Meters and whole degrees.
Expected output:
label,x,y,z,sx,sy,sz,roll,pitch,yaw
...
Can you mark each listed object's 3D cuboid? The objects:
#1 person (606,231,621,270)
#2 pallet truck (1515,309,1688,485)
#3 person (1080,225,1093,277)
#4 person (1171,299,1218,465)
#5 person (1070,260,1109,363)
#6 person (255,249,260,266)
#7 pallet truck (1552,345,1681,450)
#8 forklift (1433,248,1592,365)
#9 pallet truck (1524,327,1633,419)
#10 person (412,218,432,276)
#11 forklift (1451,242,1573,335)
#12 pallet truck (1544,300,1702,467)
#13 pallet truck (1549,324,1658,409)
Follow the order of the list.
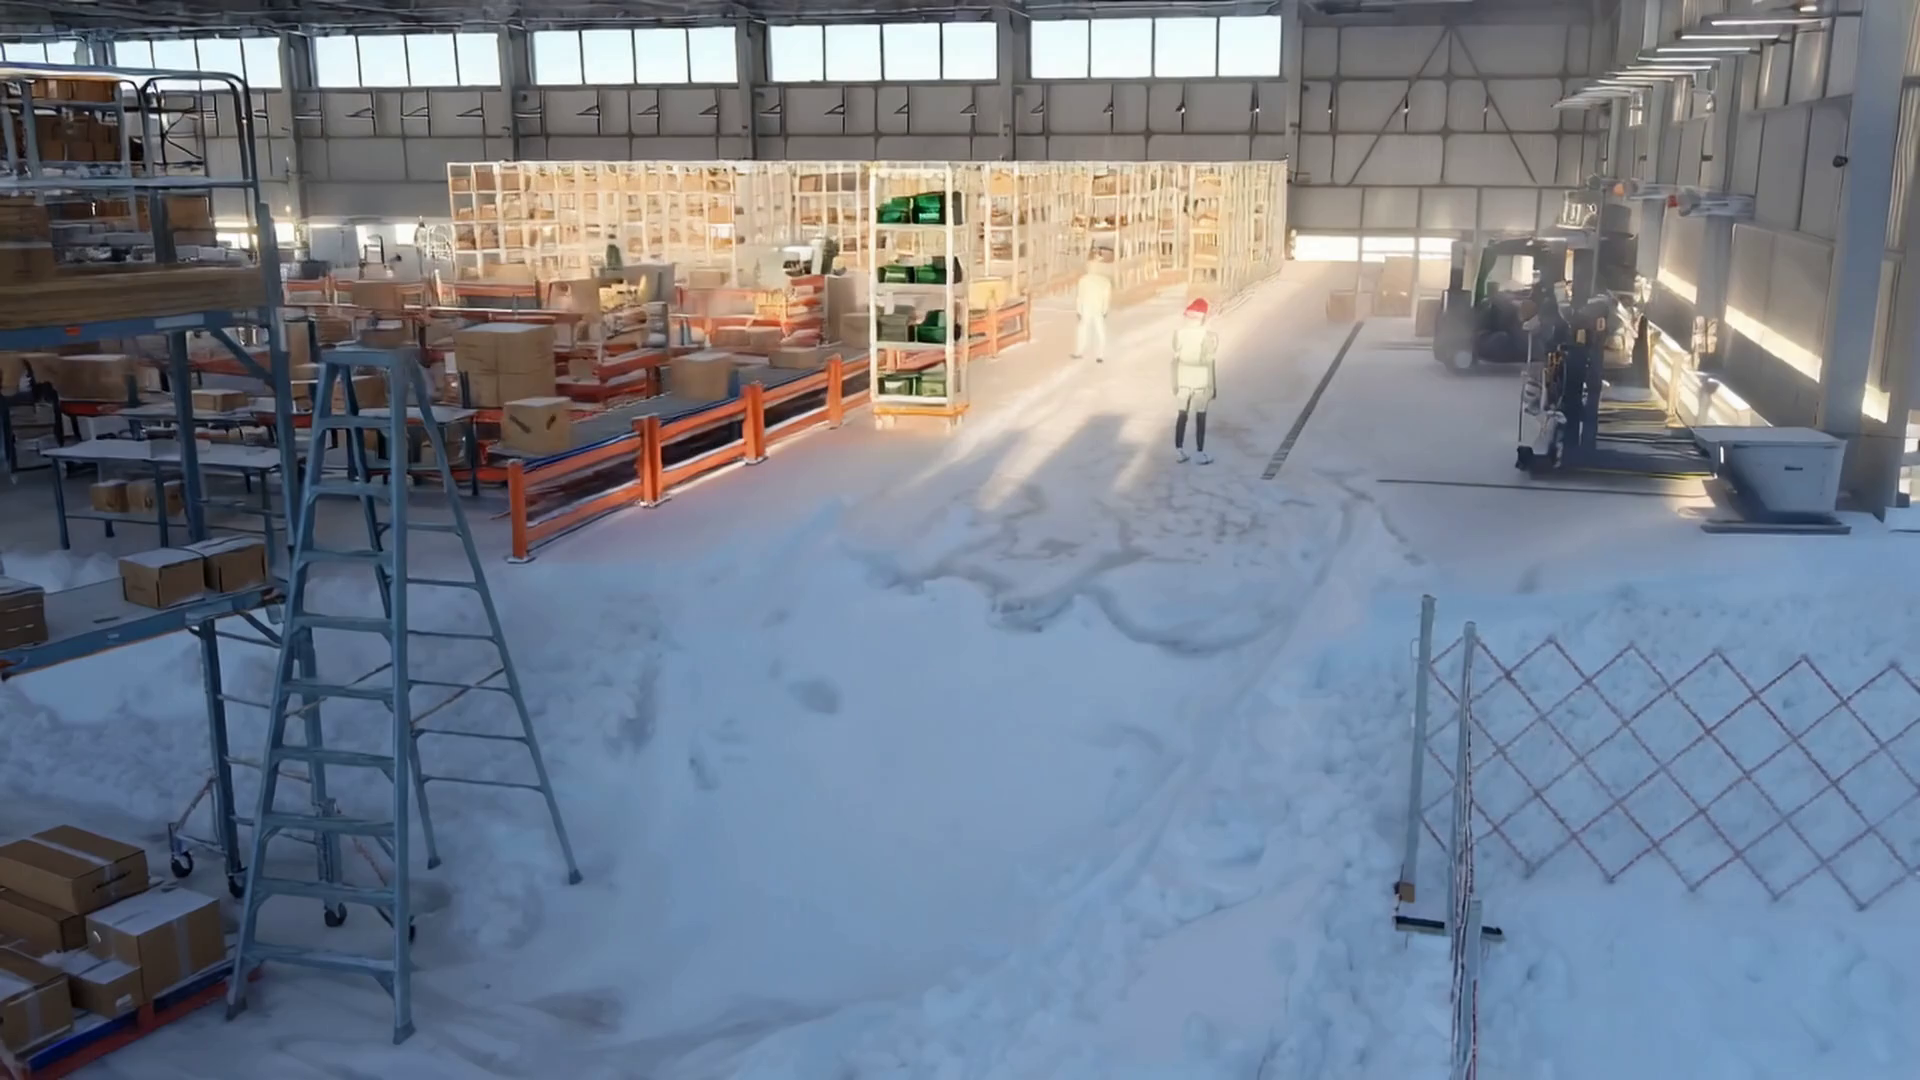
label,x,y,z,sx,sy,sz,roll,pitch,yaw
person,-8.464,-6.571,40.700,0.402,1.944,0.605,-2,13,-9
pallet truck,7.554,-1.677,19.446,1.885,1.965,0.823,3,13,14
person,3.596,-8.019,47.159,0.390,1.850,0.565,-1,13,-6
person,2.897,-1.948,20.542,0.608,2.034,0.406,8,15,32
person,2.408,-4.238,30.802,0.671,1.861,0.963,-5,14,-19
person,-15.490,-5.532,36.640,0.718,1.743,0.529,1,13,4
pallet truck,8.641,-1.896,21.908,1.630,1.274,0.653,4,14,16
forklift,9.780,-4.111,29.280,2.680,1.987,1.157,3,13,14
pallet truck,9.065,-2.460,24.370,1.522,1.261,0.704,3,13,14
person,-17.001,-9.258,52.584,0.600,1.825,0.403,0,13,0
forklift,10.464,-4.597,31.405,2.680,1.987,1.157,4,14,16
pallet truck,8.263,-1.952,20.631,1.885,1.965,0.823,5,14,20
pallet truck,9.824,-2.669,25.407,1.601,1.201,0.680,4,14,16
